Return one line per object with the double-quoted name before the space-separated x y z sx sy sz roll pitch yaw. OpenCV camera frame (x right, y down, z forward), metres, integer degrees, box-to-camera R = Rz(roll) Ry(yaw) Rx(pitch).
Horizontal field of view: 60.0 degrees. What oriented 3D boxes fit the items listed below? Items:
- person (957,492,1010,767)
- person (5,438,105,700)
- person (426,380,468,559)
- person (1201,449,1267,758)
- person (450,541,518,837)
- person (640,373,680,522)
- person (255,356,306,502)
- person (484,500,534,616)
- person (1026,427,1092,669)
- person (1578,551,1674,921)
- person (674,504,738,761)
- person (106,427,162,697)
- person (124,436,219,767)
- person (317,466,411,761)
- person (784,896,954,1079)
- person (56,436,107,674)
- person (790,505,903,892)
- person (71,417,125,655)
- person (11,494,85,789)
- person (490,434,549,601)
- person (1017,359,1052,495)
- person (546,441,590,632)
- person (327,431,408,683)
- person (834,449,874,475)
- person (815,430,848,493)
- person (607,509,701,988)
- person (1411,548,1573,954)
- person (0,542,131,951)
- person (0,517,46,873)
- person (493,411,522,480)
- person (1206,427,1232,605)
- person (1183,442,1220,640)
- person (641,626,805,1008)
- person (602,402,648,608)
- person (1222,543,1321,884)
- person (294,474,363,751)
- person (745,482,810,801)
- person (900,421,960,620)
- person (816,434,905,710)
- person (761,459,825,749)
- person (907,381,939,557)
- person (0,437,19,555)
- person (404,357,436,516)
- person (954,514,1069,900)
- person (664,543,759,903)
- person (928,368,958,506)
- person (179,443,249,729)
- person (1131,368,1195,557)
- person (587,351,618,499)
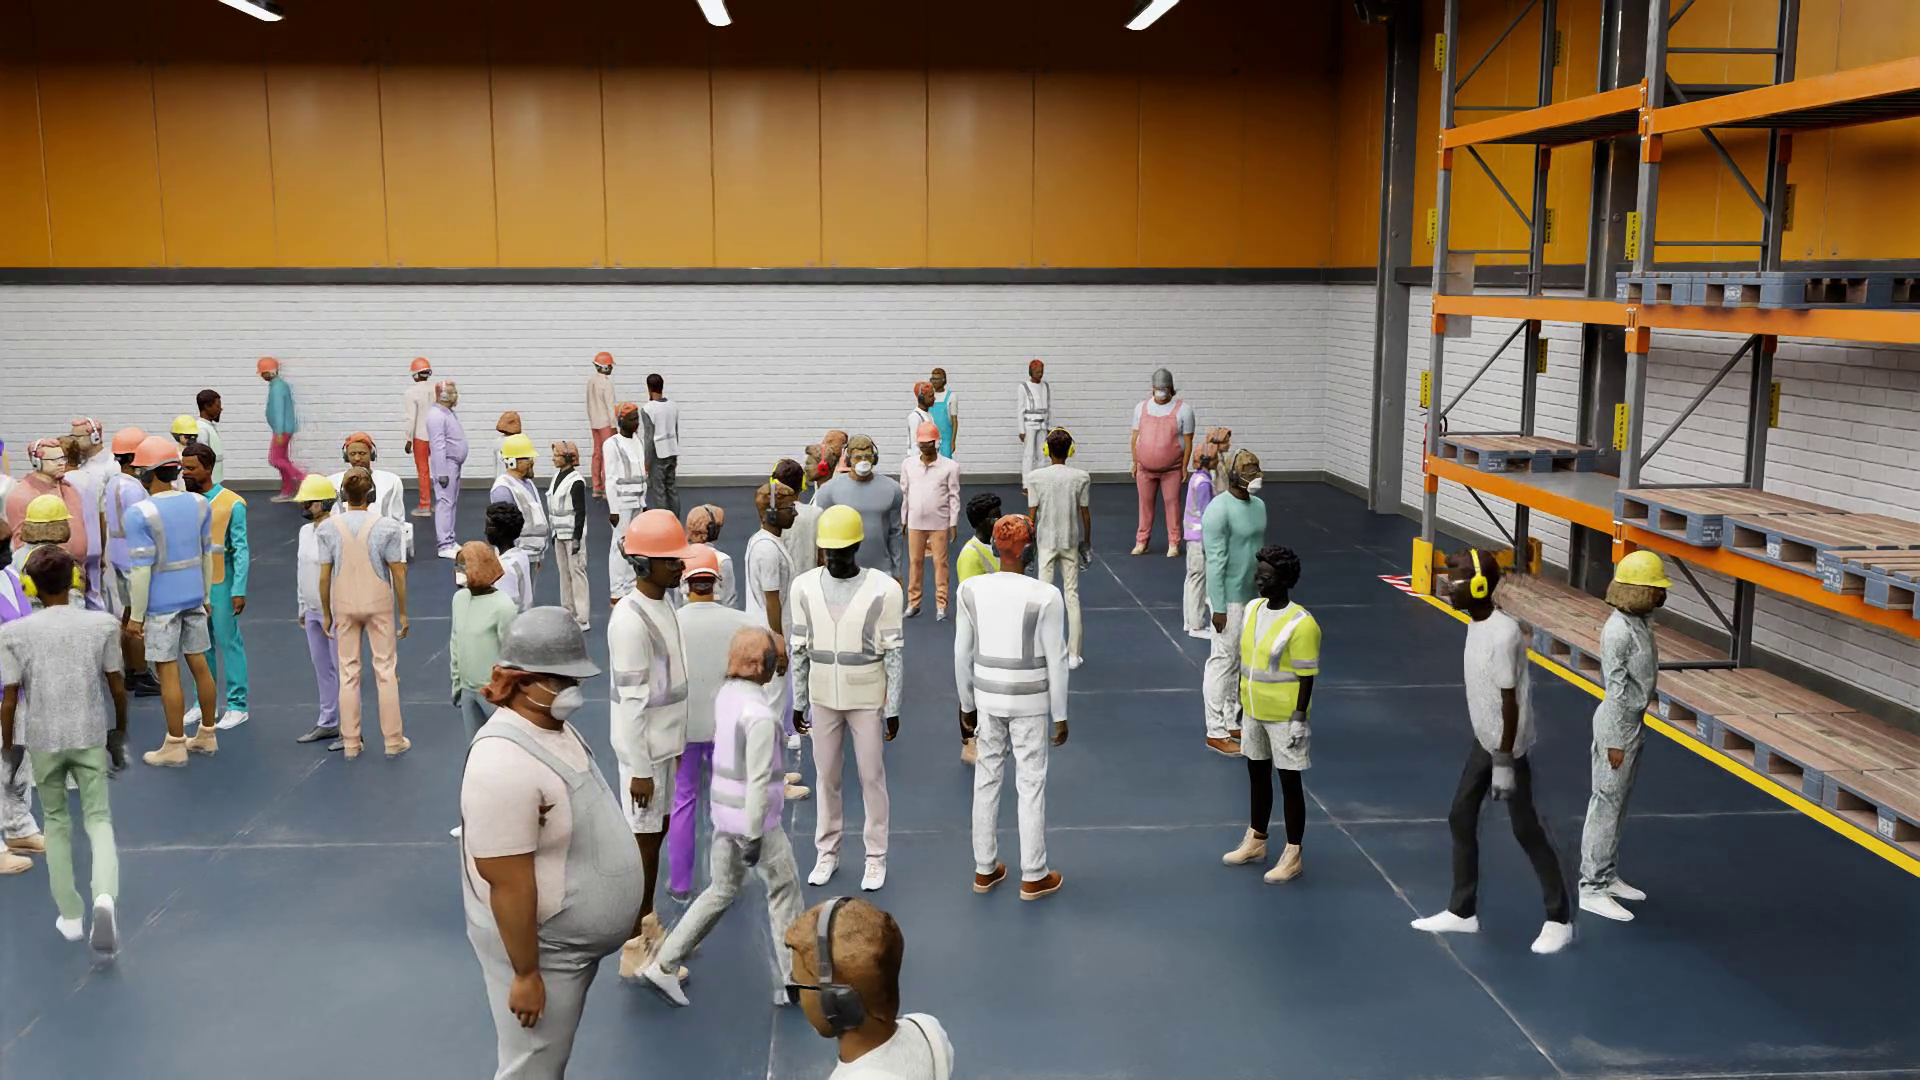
"person" 0.147 0.547 10.302 0.316 1.696 0.541 3 9 17
"person" -6.273 0.241 11.563 0.409 1.907 0.651 1 9 5
"person" -5.476 -0.758 17.853 0.403 1.905 0.658 -1 9 -7
"person" 1.760 0.387 10.547 0.372 1.940 0.631 7 11 36
"person" -2.528 0.810 8.844 0.507 1.631 0.266 7 11 36
"person" -3.394 -0.931 18.901 0.386 1.914 0.590 5 10 28
"person" -8.987 -1.452 22.028 0.571 1.958 0.709 -4 10 -23
"person" -2.684 0.609 9.911 0.318 1.697 0.535 -1 9 -8
"person" 0.748 0.066 12.777 0.536 1.869 0.314 -1 9 -4
"person" 3.166 0.908 7.887 0.324 1.742 0.492 6 11 33
"person" -1.541 0.599 10.151 0.512 1.641 0.307 7 11 38
"person" -5.919 0.158 11.987 0.359 1.939 0.543 -8 12 -40
"person" -4.882 0.379 10.264 0.379 2.045 0.605 4 10 22
"person" -3.715 0.459 10.384 0.518 1.844 0.329 -1 9 -9
"person" -0.178 1.590 3.306 0.343 1.840 0.507 3 9 16
"person" -6.631 0.133 12.490 0.358 1.835 0.517 3 10 19
"person" -0.565 0.773 8.195 0.586 1.920 0.397 3 9 15
"person" -6.875 -0.025 13.234 0.652 1.906 0.402 4 10 23
"person" -5.351 0.598 9.832 0.490 1.743 0.324 3 10 19
"person" -3.322 0.109 12.626 0.404 1.833 0.590 0 9 2
"person" 1.033 -1.540 22.852 0.583 1.879 0.365 -8 12 -40
"person" -3.315 -0.027 14.082 0.307 1.641 0.513 -7 12 -38
"person" -4.378 0.141 12.259 0.587 1.882 0.341 -3 10 -20
"person" -0.768 0.192 12.347 0.337 1.749 0.574 -1 9 -4
"person" -1.152 -0.199 15.222 0.276 1.628 0.503 5 10 30
"person" -1.292 0.877 7.141 0.393 2.041 0.613 0 9 2
"person" 2.477 0.944 7.498 0.699 1.817 0.532 -1 9 -5
"person" -3.991 0.936 7.417 0.521 1.851 0.680 -5 11 -31
"person" -4.900 0.777 8.458 0.429 1.830 0.637 0 9 -3
"person" -4.630 -0.518 17.181 0.265 1.632 0.508 -9 12 -43
"person" 2.345 -0.220 15.296 0.310 1.638 0.523 3 9 16
"person" 2.020 0.000 13.906 0.315 1.641 0.515 0 9 1
"person" -0.925 1.145 6.807 0.744 1.608 0.514 -5 10 -30
"person" -3.020 -0.314 15.122 0.338 1.882 0.583 3 10 19
"person" 1.568 0.860 8.339 0.318 1.697 0.535 -5 11 -31
"person" -4.061 0.458 10.629 0.533 1.771 0.305 7 11 35
"person" -1.067 0.581 9.622 0.336 1.845 0.514 -2 9 -13
"person" -0.280 -0.168 14.605 0.562 1.753 0.327 2 9 15
"person" -0.681 0.232 11.521 0.636 1.938 0.358 -3 10 -21
"person" -1.080 0.404 10.676 0.323 1.863 0.532 9 13 44
"person" -0.391 -0.769 17.981 0.348 1.882 0.584 2 9 12
"person" -7.309 0.140 12.268 0.778 1.901 0.411 -1 9 -5
"person" -6.734 -1.299 20.952 0.382 1.996 0.608 6 11 33
"person" 0.260 0.807 8.083 0.584 1.882 0.347 4 10 26
"person" -1.248 0.883 8.056 0.573 1.741 0.355 -3 10 -20
"person" -0.272 -1.288 21.360 0.506 1.846 0.345 4 10 24
"person" -5.020 0.302 11.145 0.587 1.920 0.392 3 10 18
"person" 2.150 -0.832 17.884 0.682 2.000 0.537 4 10 21
"person" -4.827 -1.561 22.600 0.386 1.992 0.625 -8 12 -41
